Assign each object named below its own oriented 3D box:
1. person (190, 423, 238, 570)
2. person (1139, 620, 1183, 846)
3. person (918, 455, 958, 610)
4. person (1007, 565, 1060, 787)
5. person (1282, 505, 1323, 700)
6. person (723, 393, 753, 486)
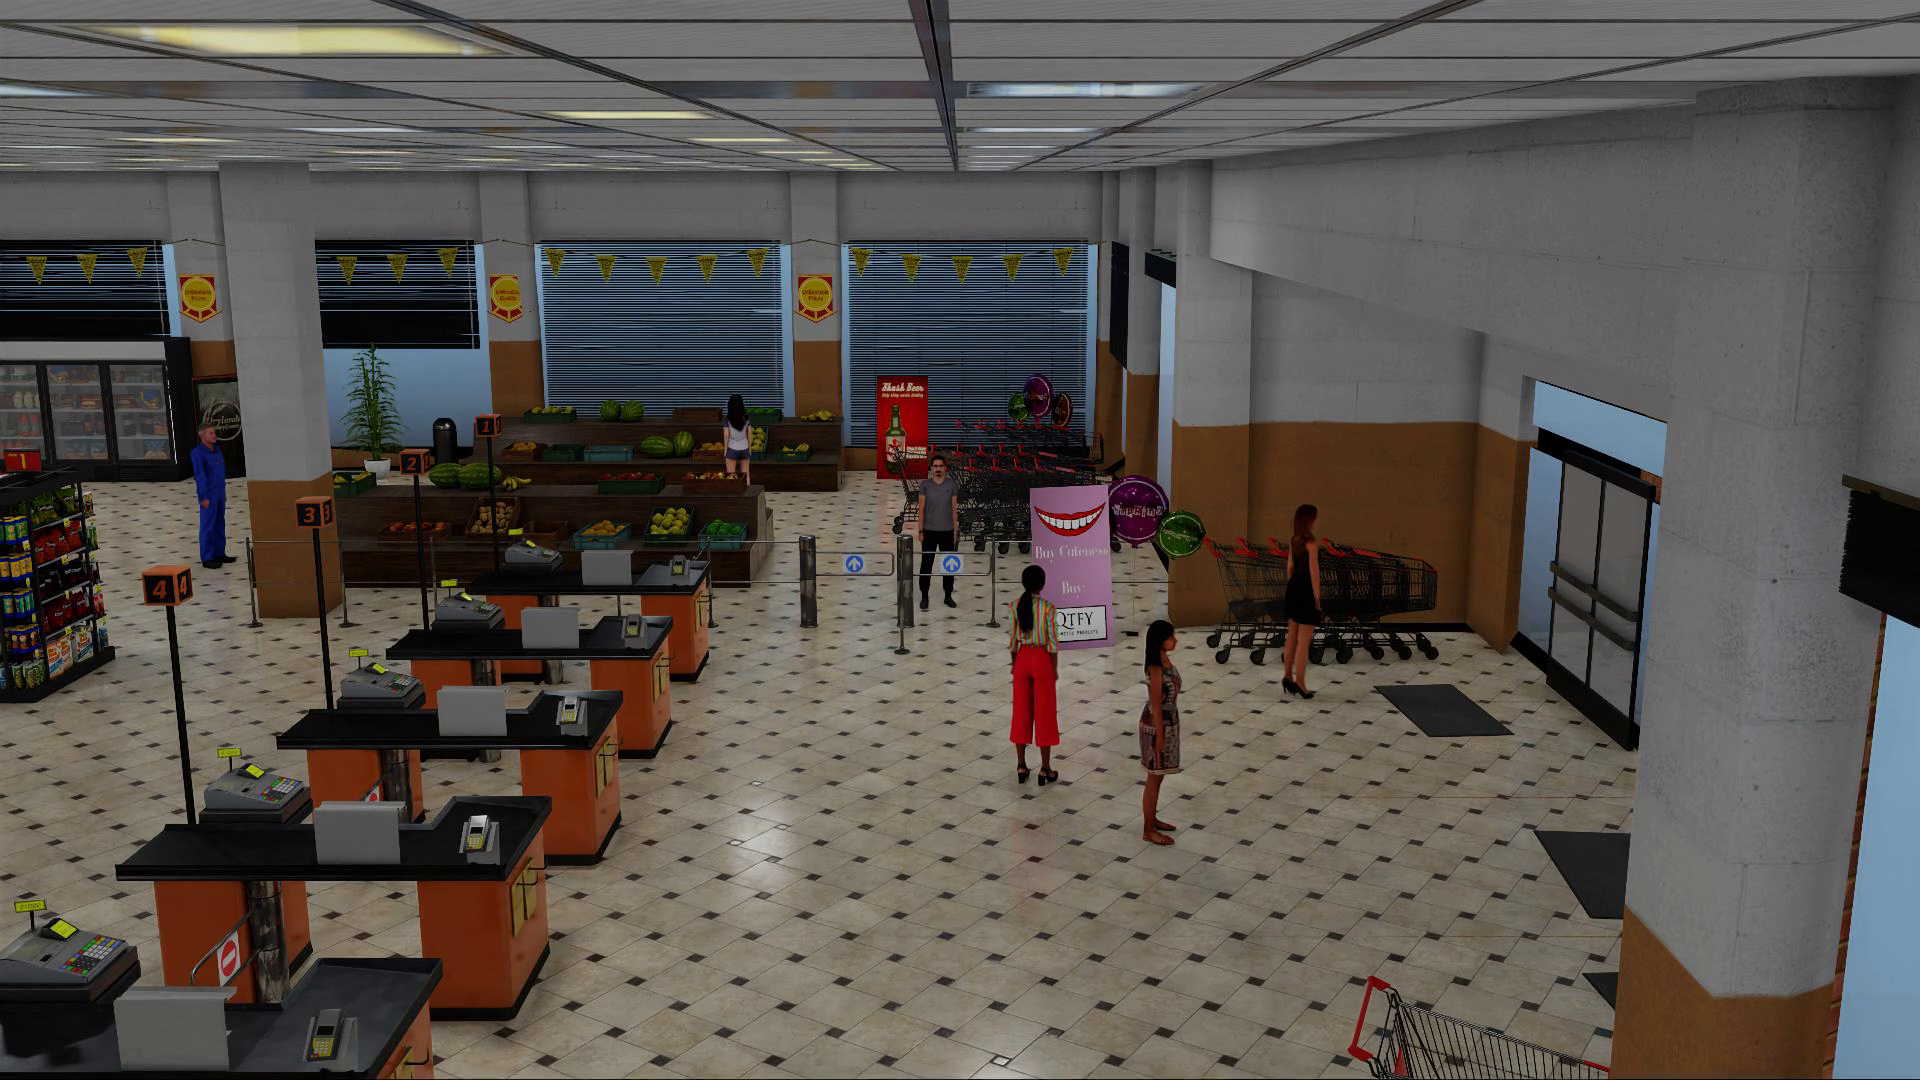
[{"bbox_3d":[-9.507,-0.581,21.096,0.580,1.828,0.740,1,12,6],"label":"person"},{"bbox_3d":[1.457,1.384,12.205,0.597,1.645,0.692,2,12,11],"label":"person"},{"bbox_3d":[-0.255,-0.110,19.037,0.544,1.755,0.707,-2,12,-10],"label":"person"},{"bbox_3d":[0.589,1.074,13.323,0.608,1.792,0.741,5,13,24],"label":"person"},{"bbox_3d":[3.209,0.573,15.599,0.655,1.835,0.658,-5,13,-23],"label":"person"},{"bbox_3d":[-3.366,-1.367,25.125,0.622,1.706,0.738,-6,13,-28],"label":"person"}]
